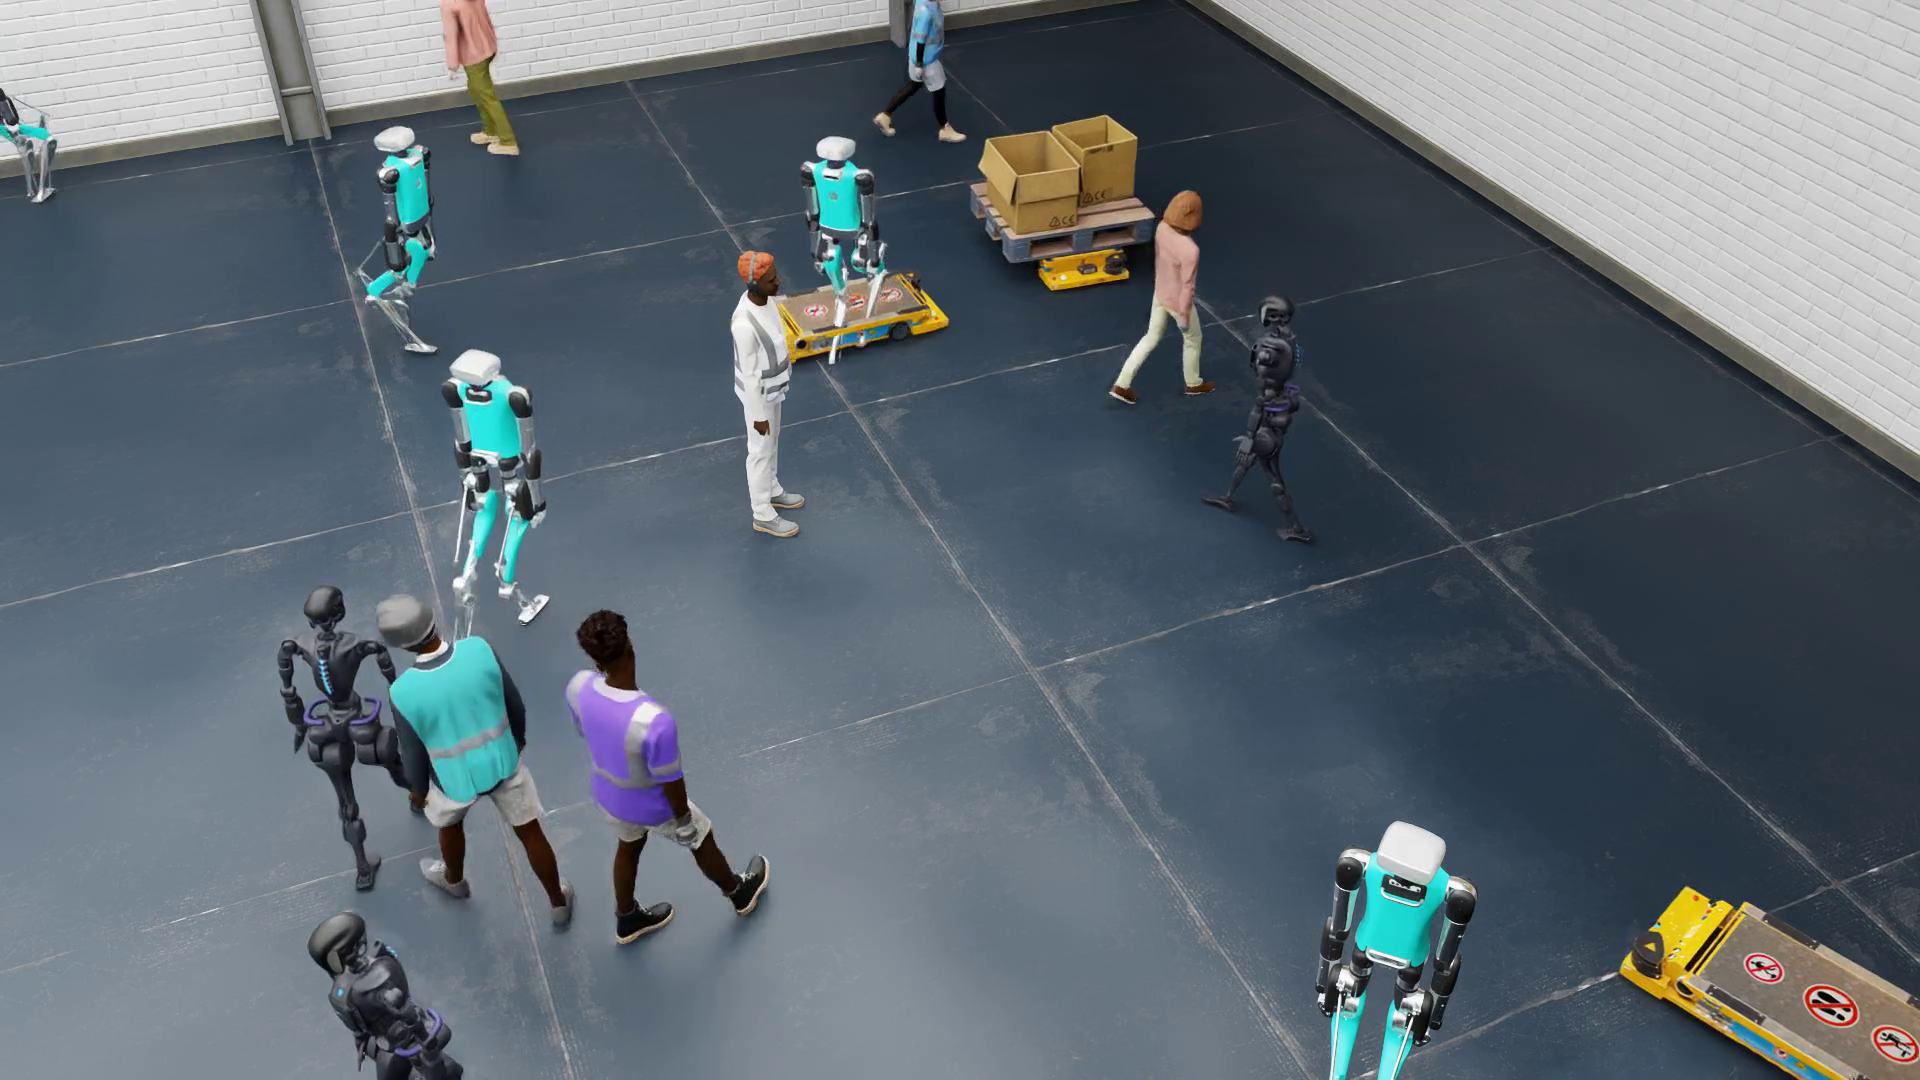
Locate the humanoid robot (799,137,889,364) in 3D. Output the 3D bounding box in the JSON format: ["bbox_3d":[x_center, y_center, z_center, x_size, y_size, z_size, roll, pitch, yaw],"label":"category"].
[{"bbox_3d":[-0.749,-2.091,11.816,0.539,1.807,0.771,11,39,14],"label":"humanoid robot"}]

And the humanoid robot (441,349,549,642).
[{"bbox_3d":[-2.671,-0.081,9.200,0.559,1.795,0.933,11,39,14],"label":"humanoid robot"}]

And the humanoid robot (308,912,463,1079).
[{"bbox_3d":[-2.173,2.011,6.553,0.609,1.627,0.815,23,43,27],"label":"humanoid robot"}]

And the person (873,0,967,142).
[{"bbox_3d":[-0.379,-4.313,14.747,0.816,1.654,0.567,2,38,2],"label":"person"}]

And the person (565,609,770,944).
[{"bbox_3d":[-1.337,1.036,7.574,0.642,1.918,0.776,23,43,27],"label":"person"}]

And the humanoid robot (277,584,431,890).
[{"bbox_3d":[-2.922,0.877,7.999,0.611,1.631,0.730,-2,38,-2],"label":"humanoid robot"}]

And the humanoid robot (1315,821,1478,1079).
[{"bbox_3d":[1.601,1.899,6.487,0.533,1.677,0.735,15,40,18],"label":"humanoid robot"}]

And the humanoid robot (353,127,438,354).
[{"bbox_3d":[-4.042,-2.034,11.810,0.761,1.897,0.545,10,39,13],"label":"humanoid robot"}]

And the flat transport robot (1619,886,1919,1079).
[{"bbox_3d":[3.811,2.127,7.505,1.431,0.231,0.659,31,47,34],"label":"flat transport robot"}]

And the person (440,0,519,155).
[{"bbox_3d":[-4.258,-4.211,14.496,0.599,1.800,0.555,8,38,10],"label":"person"}]

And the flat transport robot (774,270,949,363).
[{"bbox_3d":[-0.867,-1.666,12.442,1.431,0.231,0.659,-15,40,-19],"label":"flat transport robot"}]

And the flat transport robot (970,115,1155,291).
[{"bbox_3d":[0.793,-2.457,13.472,0.659,0.231,1.431,-11,39,-14],"label":"flat transport robot"}]

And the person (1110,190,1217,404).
[{"bbox_3d":[1.423,-1.635,11.305,0.805,1.595,0.507,-17,41,-20],"label":"person"}]

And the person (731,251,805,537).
[{"bbox_3d":[-1.179,-0.896,10.116,0.355,1.883,0.573,3,38,4],"label":"person"}]

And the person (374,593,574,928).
[{"bbox_3d":[-2.257,1.013,7.631,0.616,1.880,0.807,-23,43,-27],"label":"person"}]

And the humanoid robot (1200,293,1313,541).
[{"bbox_3d":[1.885,-0.741,10.129,0.785,1.629,0.603,17,41,20],"label":"humanoid robot"}]

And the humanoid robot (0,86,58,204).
[{"bbox_3d":[-7.862,-3.547,13.725,0.536,1.810,0.815,13,40,17],"label":"humanoid robot"}]
